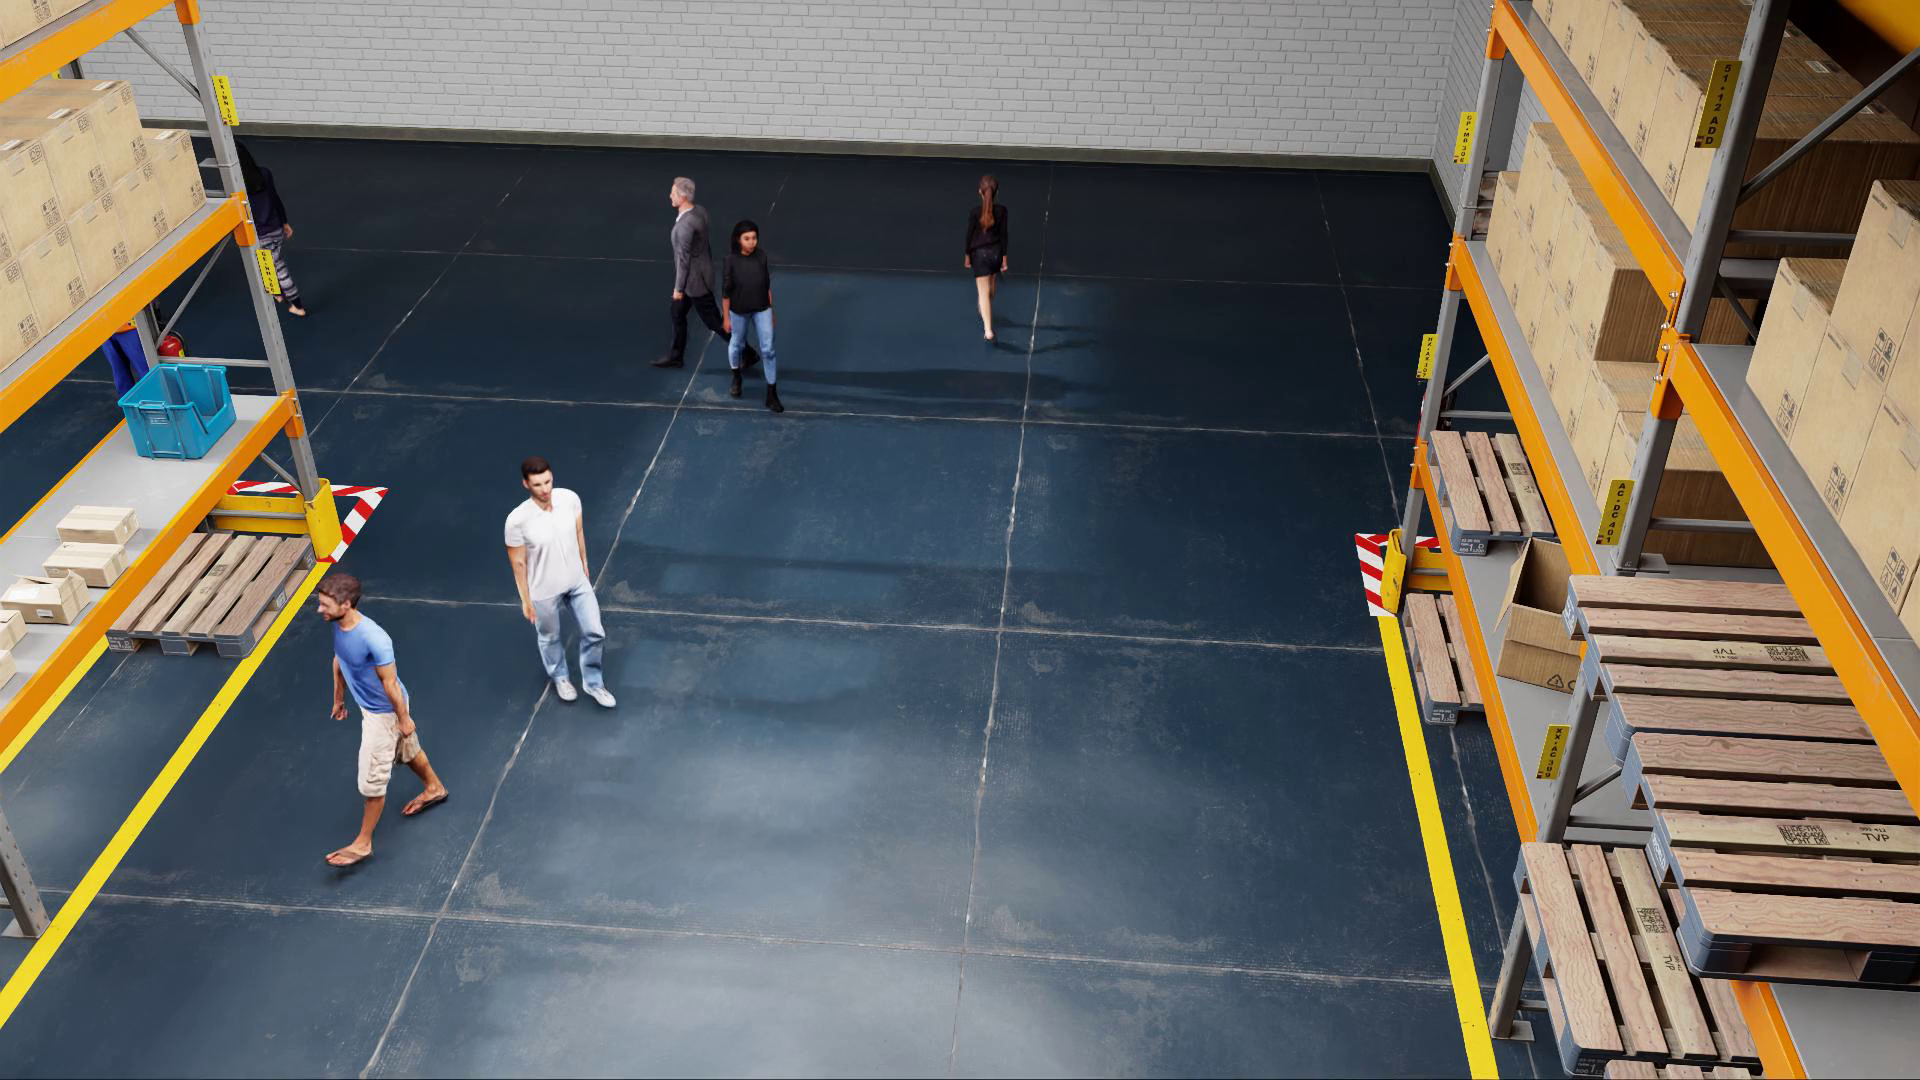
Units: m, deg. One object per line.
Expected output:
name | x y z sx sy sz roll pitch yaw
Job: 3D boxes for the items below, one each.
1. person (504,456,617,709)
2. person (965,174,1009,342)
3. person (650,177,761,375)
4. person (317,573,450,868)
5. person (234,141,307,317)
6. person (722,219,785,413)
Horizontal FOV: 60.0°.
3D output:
person | -2.628 0.232 10.691 0.900 1.843 0.964 -21 39 -29
person | 0.255 -2.551 15.161 0.727 1.530 1.087 -6 34 -8
person | -2.213 -2.244 14.462 0.873 1.792 1.208 -2 34 -3
person | -3.289 0.926 9.659 1.083 1.829 1.194 28 43 35
person | -6.412 -2.860 15.472 0.932 1.700 0.926 22 40 30
person | -1.800 -1.955 14.142 0.892 1.666 1.115 -9 35 -13
